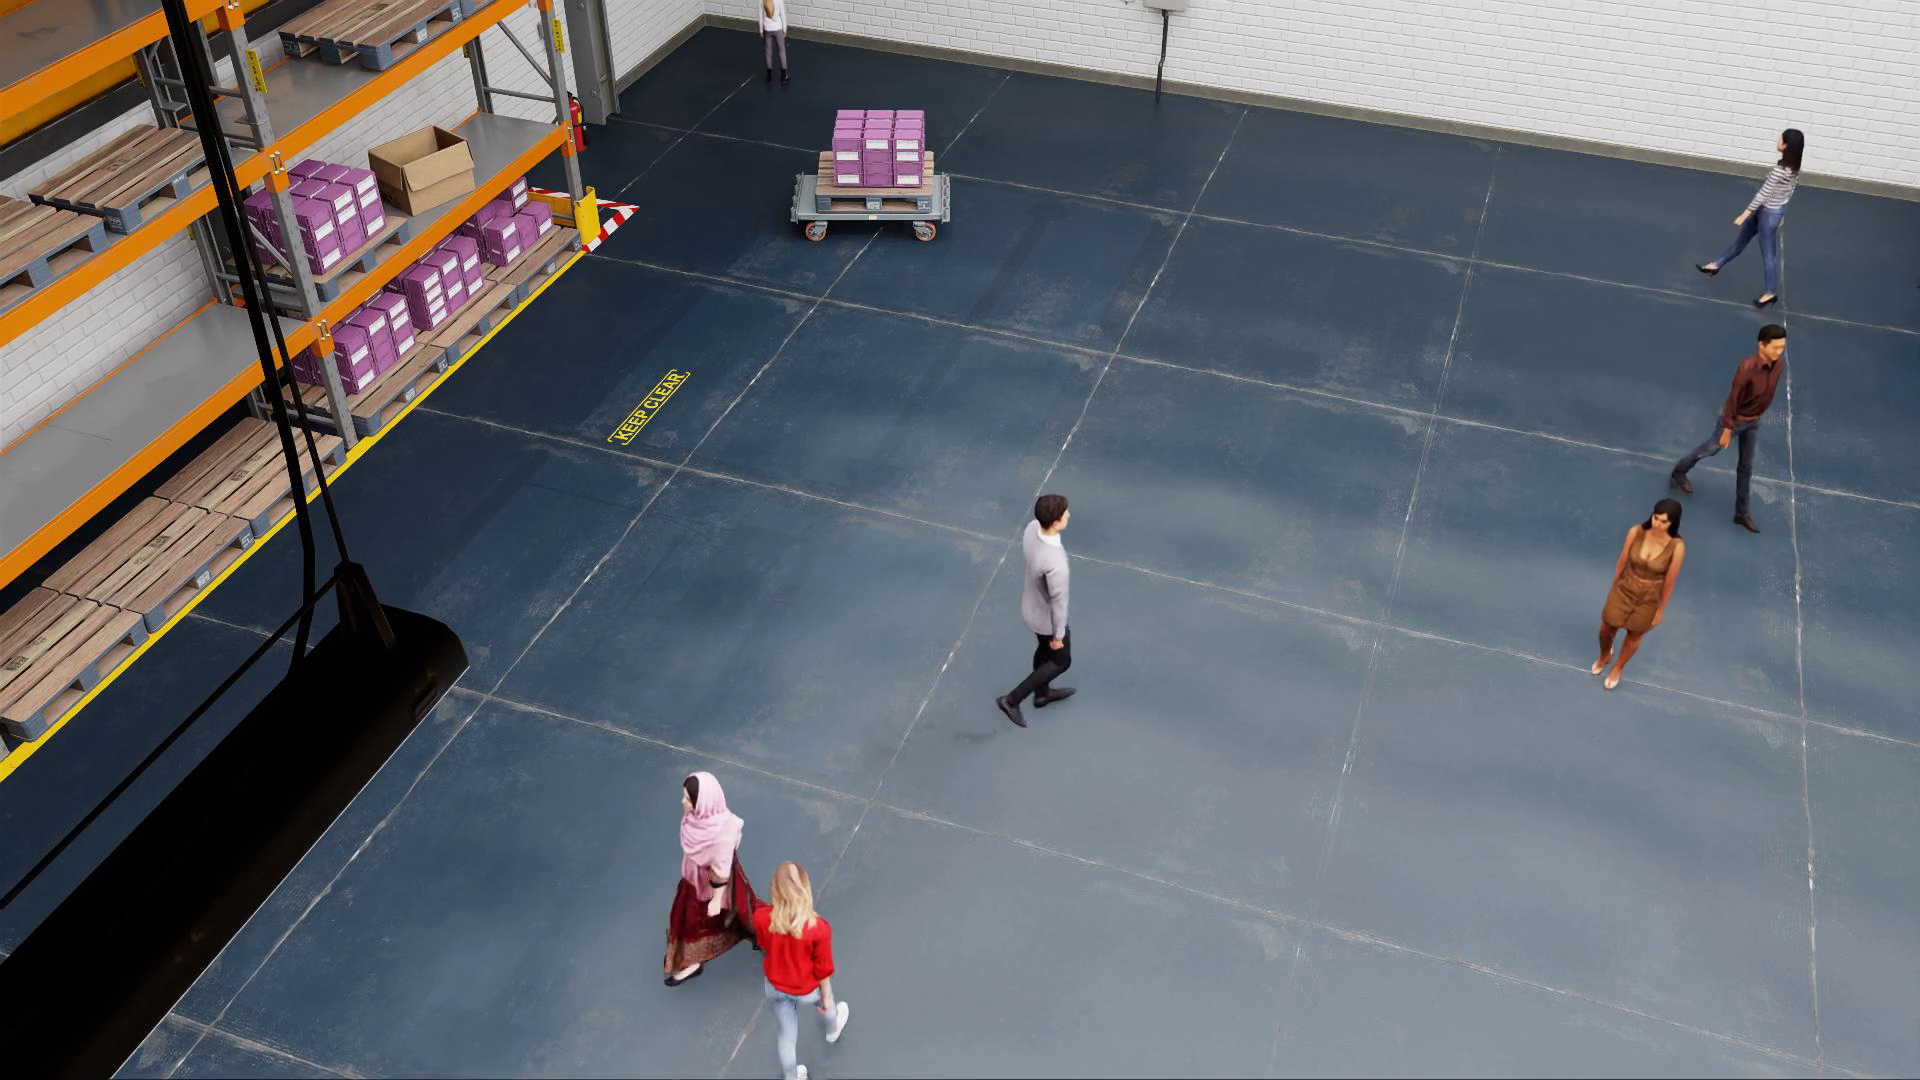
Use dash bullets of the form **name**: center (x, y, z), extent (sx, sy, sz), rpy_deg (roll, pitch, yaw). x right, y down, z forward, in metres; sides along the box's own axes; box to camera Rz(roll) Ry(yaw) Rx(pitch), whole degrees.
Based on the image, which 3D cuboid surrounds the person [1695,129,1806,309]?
- **person**: center (7.775, -3.006, 15.823), extent (0.942, 1.755, 1.115), rpy_deg (30, 47, 32)

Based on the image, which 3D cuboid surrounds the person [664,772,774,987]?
- **person**: center (-1.364, 1.950, 9.740), extent (1.146, 1.602, 0.960), rpy_deg (-27, 46, -30)

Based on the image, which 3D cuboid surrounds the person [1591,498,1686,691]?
- **person**: center (4.799, 0.359, 11.671), extent (0.642, 1.679, 0.659), rpy_deg (25, 45, 28)

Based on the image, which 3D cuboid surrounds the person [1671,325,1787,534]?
- **person**: center (6.160, -0.985, 13.311), extent (1.157, 1.732, 1.234), rpy_deg (-15, 41, -18)

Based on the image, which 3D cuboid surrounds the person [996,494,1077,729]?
- **person**: center (0.503, 0.496, 11.316), extent (1.080, 1.908, 1.031), rpy_deg (-13, 40, -16)

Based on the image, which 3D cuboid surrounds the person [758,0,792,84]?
- **person**: center (-2.273, -6.191, 20.194), extent (0.540, 1.279, 0.560), rpy_deg (2, 39, 3)

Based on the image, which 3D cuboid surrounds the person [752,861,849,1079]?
- **person**: center (-0.914, 2.474, 9.023), extent (0.735, 1.677, 0.963), rpy_deg (5, 39, 6)
